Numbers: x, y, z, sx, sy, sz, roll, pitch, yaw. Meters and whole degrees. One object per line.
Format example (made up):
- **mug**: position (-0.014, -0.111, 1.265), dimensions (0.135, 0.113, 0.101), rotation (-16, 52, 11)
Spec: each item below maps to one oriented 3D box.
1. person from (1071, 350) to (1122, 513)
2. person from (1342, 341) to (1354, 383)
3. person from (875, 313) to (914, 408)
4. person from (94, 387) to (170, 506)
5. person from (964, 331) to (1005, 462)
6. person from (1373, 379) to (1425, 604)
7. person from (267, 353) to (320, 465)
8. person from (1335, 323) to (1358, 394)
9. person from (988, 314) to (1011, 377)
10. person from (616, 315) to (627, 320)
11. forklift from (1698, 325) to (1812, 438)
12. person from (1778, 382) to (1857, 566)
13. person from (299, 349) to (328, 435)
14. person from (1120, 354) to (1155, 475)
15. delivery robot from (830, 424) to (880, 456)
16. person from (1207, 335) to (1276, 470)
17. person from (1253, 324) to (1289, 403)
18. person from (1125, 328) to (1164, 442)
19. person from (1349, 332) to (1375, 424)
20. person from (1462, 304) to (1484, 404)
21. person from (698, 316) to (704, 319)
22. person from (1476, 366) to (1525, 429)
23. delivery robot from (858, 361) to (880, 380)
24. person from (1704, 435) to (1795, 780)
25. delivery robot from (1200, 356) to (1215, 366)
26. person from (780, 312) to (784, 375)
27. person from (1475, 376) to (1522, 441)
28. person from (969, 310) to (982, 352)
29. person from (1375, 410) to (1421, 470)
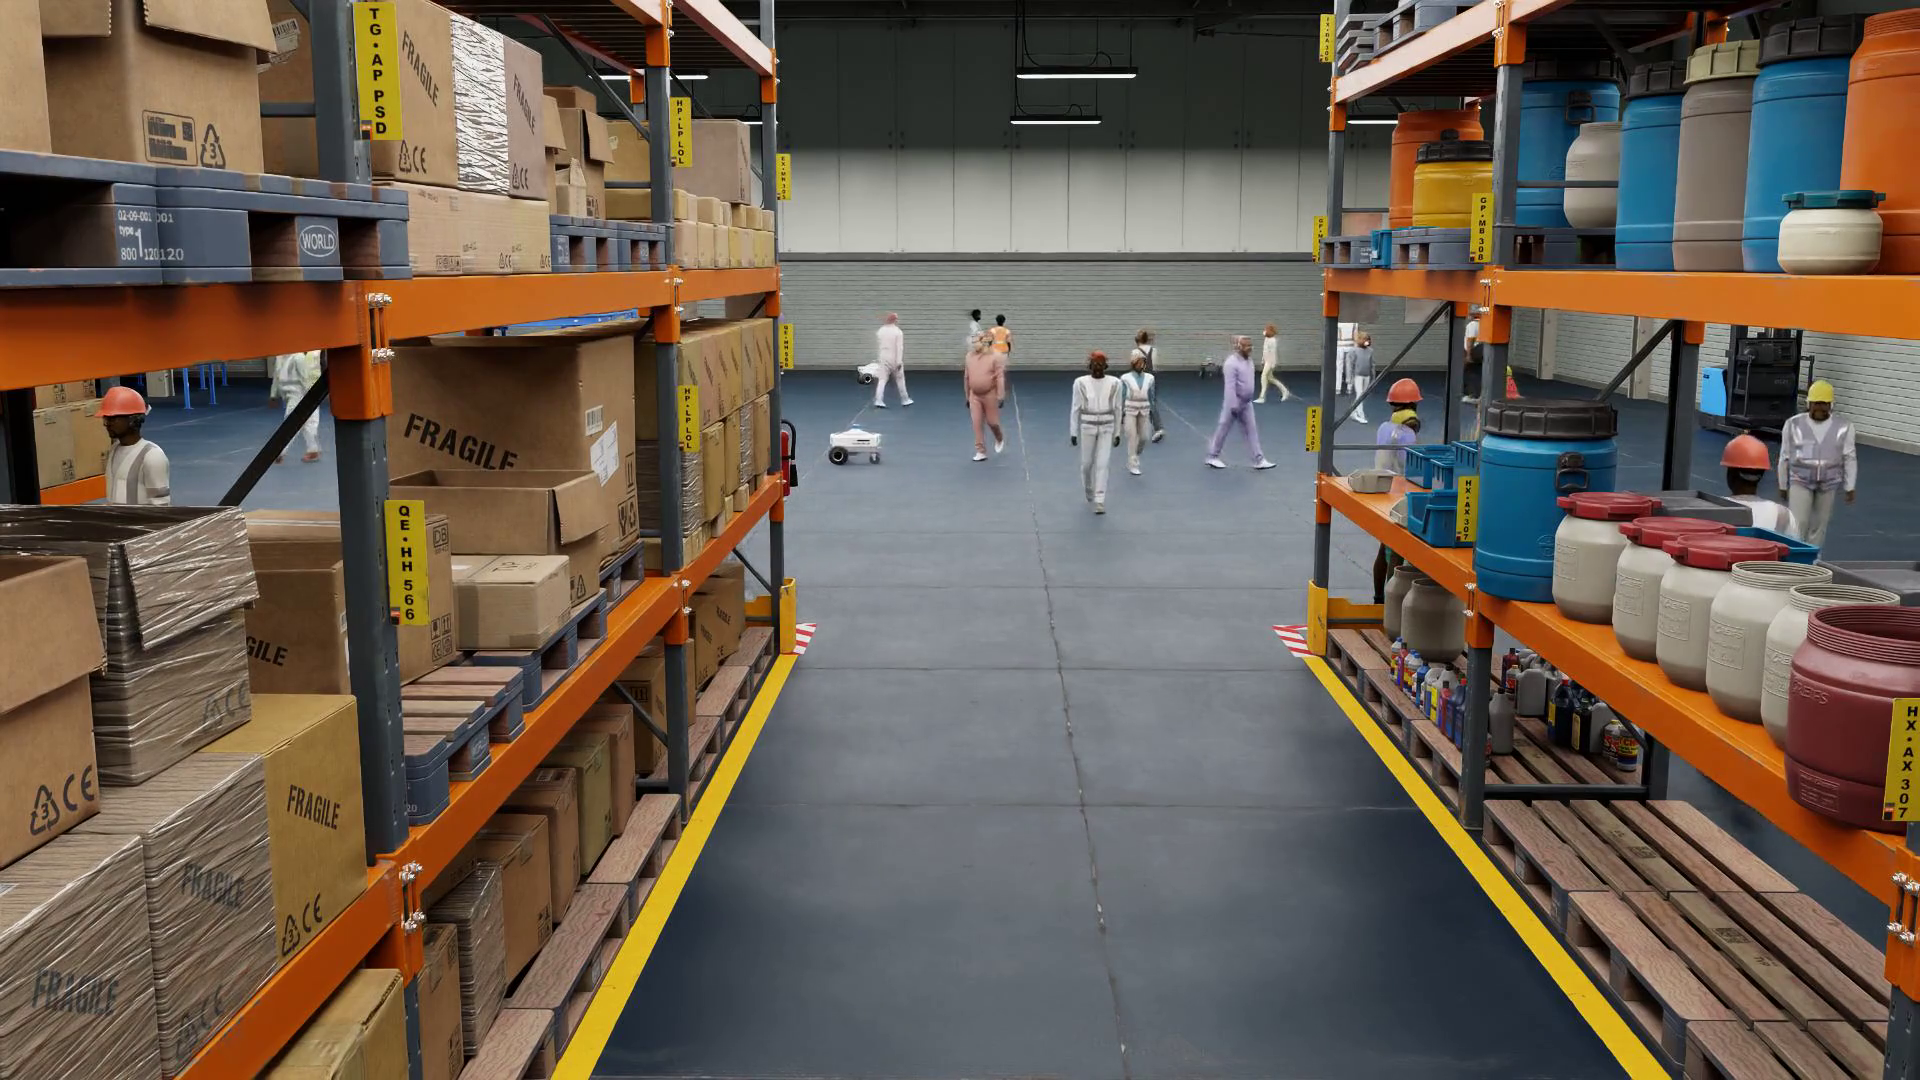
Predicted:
- **person**: position (1.574, -1.280, 19.279), dimensions (0.583, 1.859, 0.836), rotation (0, 9, 2)
- **person**: position (9.238, -4.569, 39.719), dimensions (0.385, 1.629, 0.548), rotation (-7, 12, -37)
- **person**: position (-1.339, -3.557, 32.919), dimensions (0.644, 1.856, 0.984), rotation (6, 11, 33)
- **person**: position (-5.439, 0.012, 10.969), dimensions (0.606, 2.044, 0.373), rotation (7, 12, 35)
- **person**: position (0.383, -2.106, 24.189), dimensions (0.654, 1.876, 0.664), rotation (4, 10, 22)
- **person**: position (3.489, -0.306, 13.181), dimensions (0.356, 1.938, 0.552), rotation (-2, 10, -10)
- **person**: position (-9.537, -2.026, 23.595), dimensions (0.621, 1.892, 0.981), rotation (8, 12, 40)
- **person**: position (8.369, -4.124, 36.217), dimensions (0.576, 1.884, 0.355), rotation (-1, 10, -7)
- **person**: position (0.893, -4.255, 37.603), dimensions (0.545, 1.681, 0.373), rotation (-2, 10, -11)
- **person**: position (-5.958, -3.015, 29.468), dimensions (0.653, 1.915, 0.620), rotation (0, 9, 1)
- **forklift**: position (13.248, -3.165, 27.620), dimensions (1.129, 2.768, 1.873), rotation (0, 9, 1)
- **person**: position (7.559, -0.484, 14.654), dimensions (0.609, 1.796, 0.824), rotation (3, 10, 20)
- **person**: position (-10.793, -2.645, 27.515), dimensions (0.656, 1.829, 0.449), rotation (-3, 10, -19)
- **person**: position (2.383, -1.715, 22.583), dimensions (0.520, 1.625, 0.483), rotation (-2, 10, -14)
- **delivery robot**: position (-1.498, -1.410, 23.781), dimensions (0.707, 0.478, 0.477), rotation (0, 10, -1)
- **person**: position (3.861, -1.896, 22.983), dimensions (1.011, 1.849, 0.665), rotation (9, 13, 43)
- **person**: position (6.378, -3.612, 33.970), dimensions (0.726, 1.606, 0.505), rotation (0, 9, -1)
- **person**: position (2.968, -2.482, 26.644), dimensions (0.510, 1.812, 0.953), rotation (-4, 10, -25)
- **person**: position (7.205, -2.923, 29.834), dimensions (0.511, 1.617, 0.662), rotation (-3, 10, -19)
- **person**: position (10.336, -3.760, 33.696), dimensions (0.710, 2.000, 0.667), rotation (-9, 13, -44)
- **person**: position (-5.782, -4.144, 37.014), dimensions (0.541, 1.646, 0.863), rotation (-8, 12, -39)
- **person**: position (5.940, -1.052, 18.255), dimensions (0.530, 1.749, 0.683), rotation (2, 10, 11)
- **delivery robot**: position (-2.035, -3.996, 39.272), dimensions (0.707, 0.478, 0.477), rotation (-4, 10, -22)
- **person**: position (4.204, 0.395, 9.018), dimensions (0.559, 1.927, 0.524), rotation (0, 9, 3)
- **delivery robot**: position (6.162, -4.441, 41.157), dimensions (0.335, 0.223, 0.698), rotation (4, 10, 20)
- **person**: position (-4.660, -5.106, 41.969), dimensions (0.372, 1.925, 0.595), rotation (4, 10, 24)
- **person**: position (4.387, -0.422, 13.963), dimensions (0.704, 1.920, 0.548), rotation (3, 10, 16)
- **person**: position (0.475, -4.912, 41.564), dimensions (0.647, 1.676, 0.541), rotation (2, 10, 14)
- **person**: position (3.509, -0.179, 13.053), dimensions (0.545, 1.735, 0.637), rotation (4, 10, 21)
